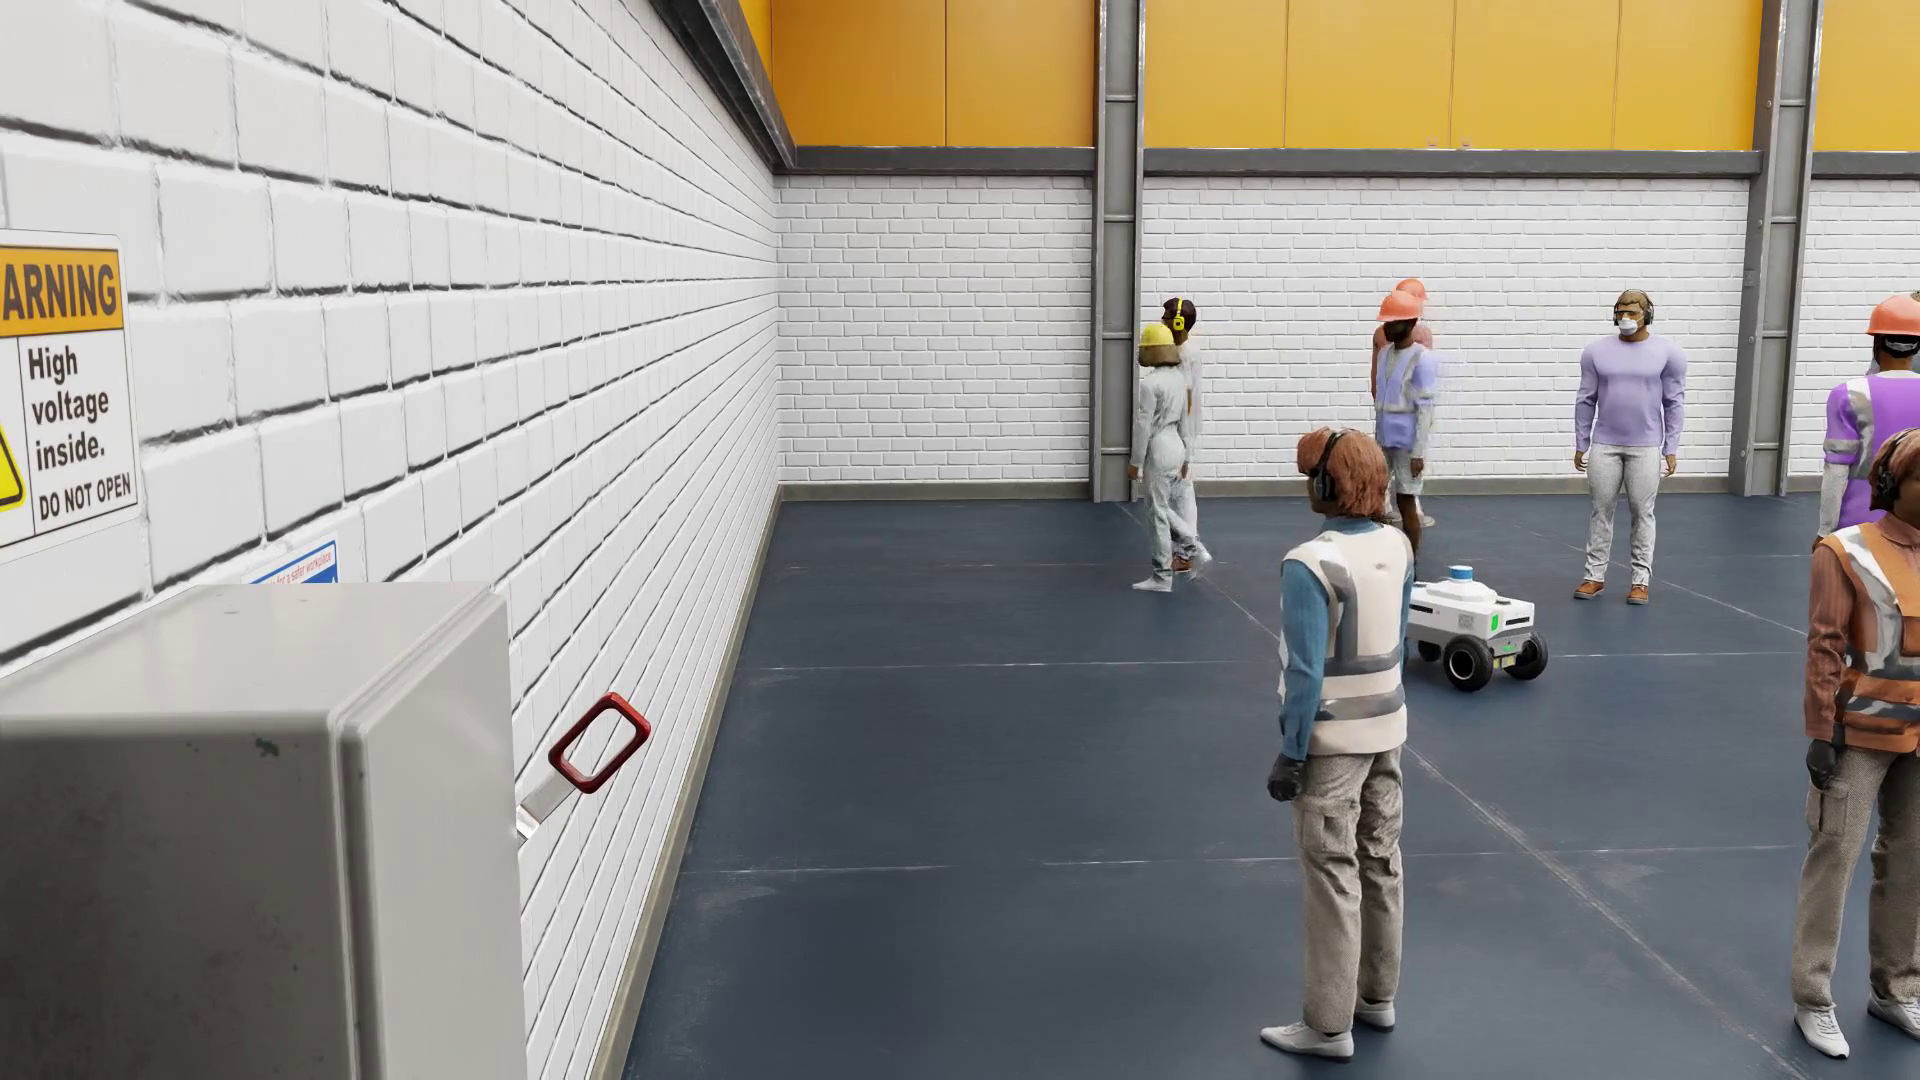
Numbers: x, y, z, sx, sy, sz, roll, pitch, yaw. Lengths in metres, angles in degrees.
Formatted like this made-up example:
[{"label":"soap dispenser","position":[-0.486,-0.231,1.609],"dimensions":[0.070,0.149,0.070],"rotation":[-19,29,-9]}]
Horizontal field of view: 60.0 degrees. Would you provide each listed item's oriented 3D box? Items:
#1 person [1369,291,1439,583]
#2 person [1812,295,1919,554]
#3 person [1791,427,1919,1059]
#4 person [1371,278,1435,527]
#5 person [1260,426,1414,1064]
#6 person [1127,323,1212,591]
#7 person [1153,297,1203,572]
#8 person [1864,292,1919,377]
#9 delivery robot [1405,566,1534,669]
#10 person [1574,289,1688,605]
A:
[{"label":"person","position":[2.788,-0.621,10.628],"dimensions":[0.469,1.919,0.566],"rotation":[-4,10,-23]},{"label":"person","position":[3.974,-0.079,7.178],"dimensions":[0.550,1.937,0.357],"rotation":[1,9,6]},{"label":"person","position":[2.424,0.522,4.335],"dimensions":[0.513,1.641,0.307],"rotation":[-2,9,-10]},{"label":"person","position":[3.584,-1.101,13.415],"dimensions":[0.379,1.996,0.610],"rotation":[-6,11,-33]},{"label":"person","position":[0.985,0.527,4.305],"dimensions":[0.515,1.640,0.315],"rotation":[-9,13,-44]},{"label":"person","position":[1.300,-0.512,10.576],"dimensions":[0.438,1.724,0.482],"rotation":[6,11,31]},{"label":"person","position":[1.489,-0.711,11.355],"dimensions":[0.326,1.874,0.519],"rotation":[2,9,12]},{"label":"person","position":[6.878,-0.854,12.168],"dimensions":[0.982,1.891,0.634],"rotation":[-5,10,-26]},{"label":"delivery robot","position":[2.509,0.373,8.357],"dimensions":[0.477,0.478,0.707],"rotation":[-6,11,-34]},{"label":"person","position":[4.113,-0.573,10.274],"dimensions":[0.636,1.938,0.358],"rotation":[6,11,34]}]
